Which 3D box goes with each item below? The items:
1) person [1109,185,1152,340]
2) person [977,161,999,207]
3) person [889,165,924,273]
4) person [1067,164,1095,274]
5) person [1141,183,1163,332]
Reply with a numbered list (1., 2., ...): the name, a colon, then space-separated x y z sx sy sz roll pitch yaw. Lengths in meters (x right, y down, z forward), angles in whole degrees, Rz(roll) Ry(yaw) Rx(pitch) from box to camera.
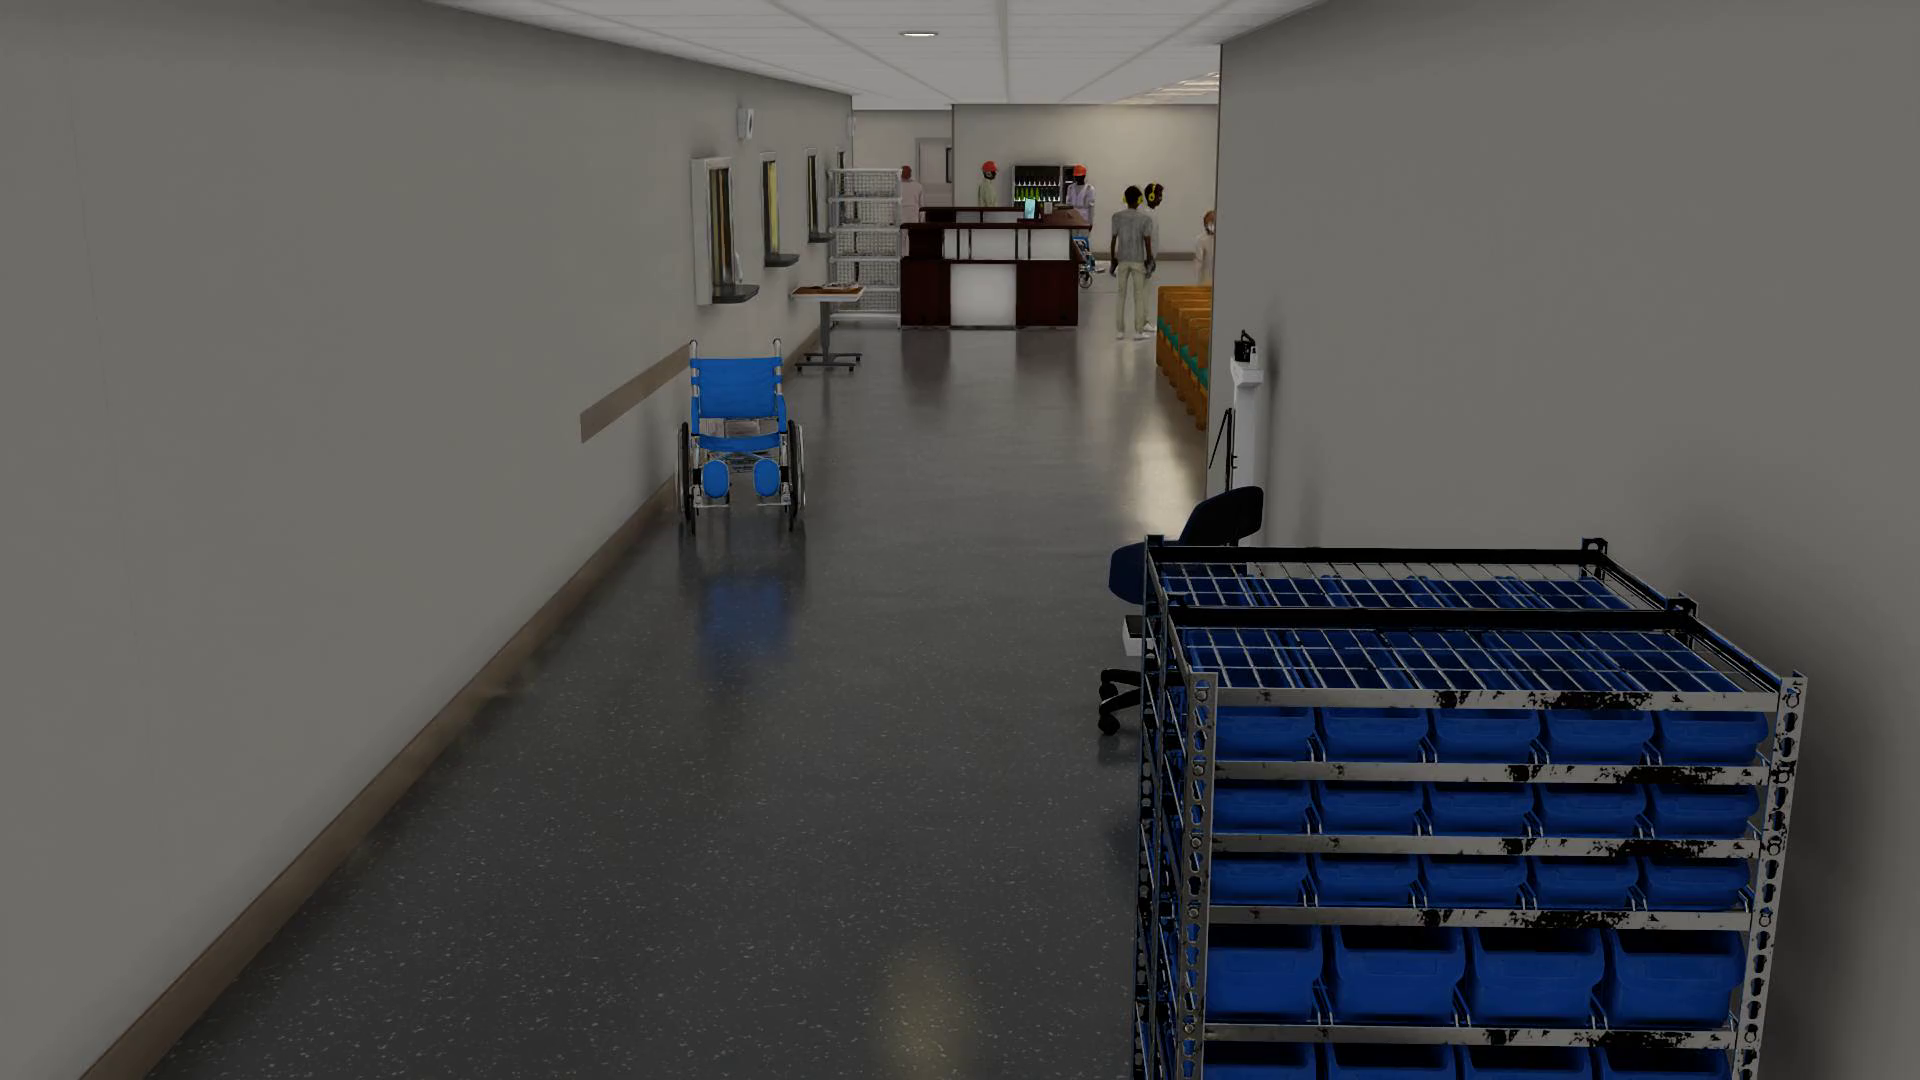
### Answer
1. person: 2.083 -3.371 20.274 0.534 1.864 0.310 5 15 19
2. person: 0.494 -5.611 29.092 0.386 1.992 0.624 -4 14 -15
3. person: -0.961 -5.709 29.671 0.639 1.910 0.406 -5 15 -18
4. person: 2.127 -5.702 29.605 0.545 1.929 0.390 9 16 31
5. person: 2.426 -3.583 21.136 0.328 1.865 0.508 2 14 6
